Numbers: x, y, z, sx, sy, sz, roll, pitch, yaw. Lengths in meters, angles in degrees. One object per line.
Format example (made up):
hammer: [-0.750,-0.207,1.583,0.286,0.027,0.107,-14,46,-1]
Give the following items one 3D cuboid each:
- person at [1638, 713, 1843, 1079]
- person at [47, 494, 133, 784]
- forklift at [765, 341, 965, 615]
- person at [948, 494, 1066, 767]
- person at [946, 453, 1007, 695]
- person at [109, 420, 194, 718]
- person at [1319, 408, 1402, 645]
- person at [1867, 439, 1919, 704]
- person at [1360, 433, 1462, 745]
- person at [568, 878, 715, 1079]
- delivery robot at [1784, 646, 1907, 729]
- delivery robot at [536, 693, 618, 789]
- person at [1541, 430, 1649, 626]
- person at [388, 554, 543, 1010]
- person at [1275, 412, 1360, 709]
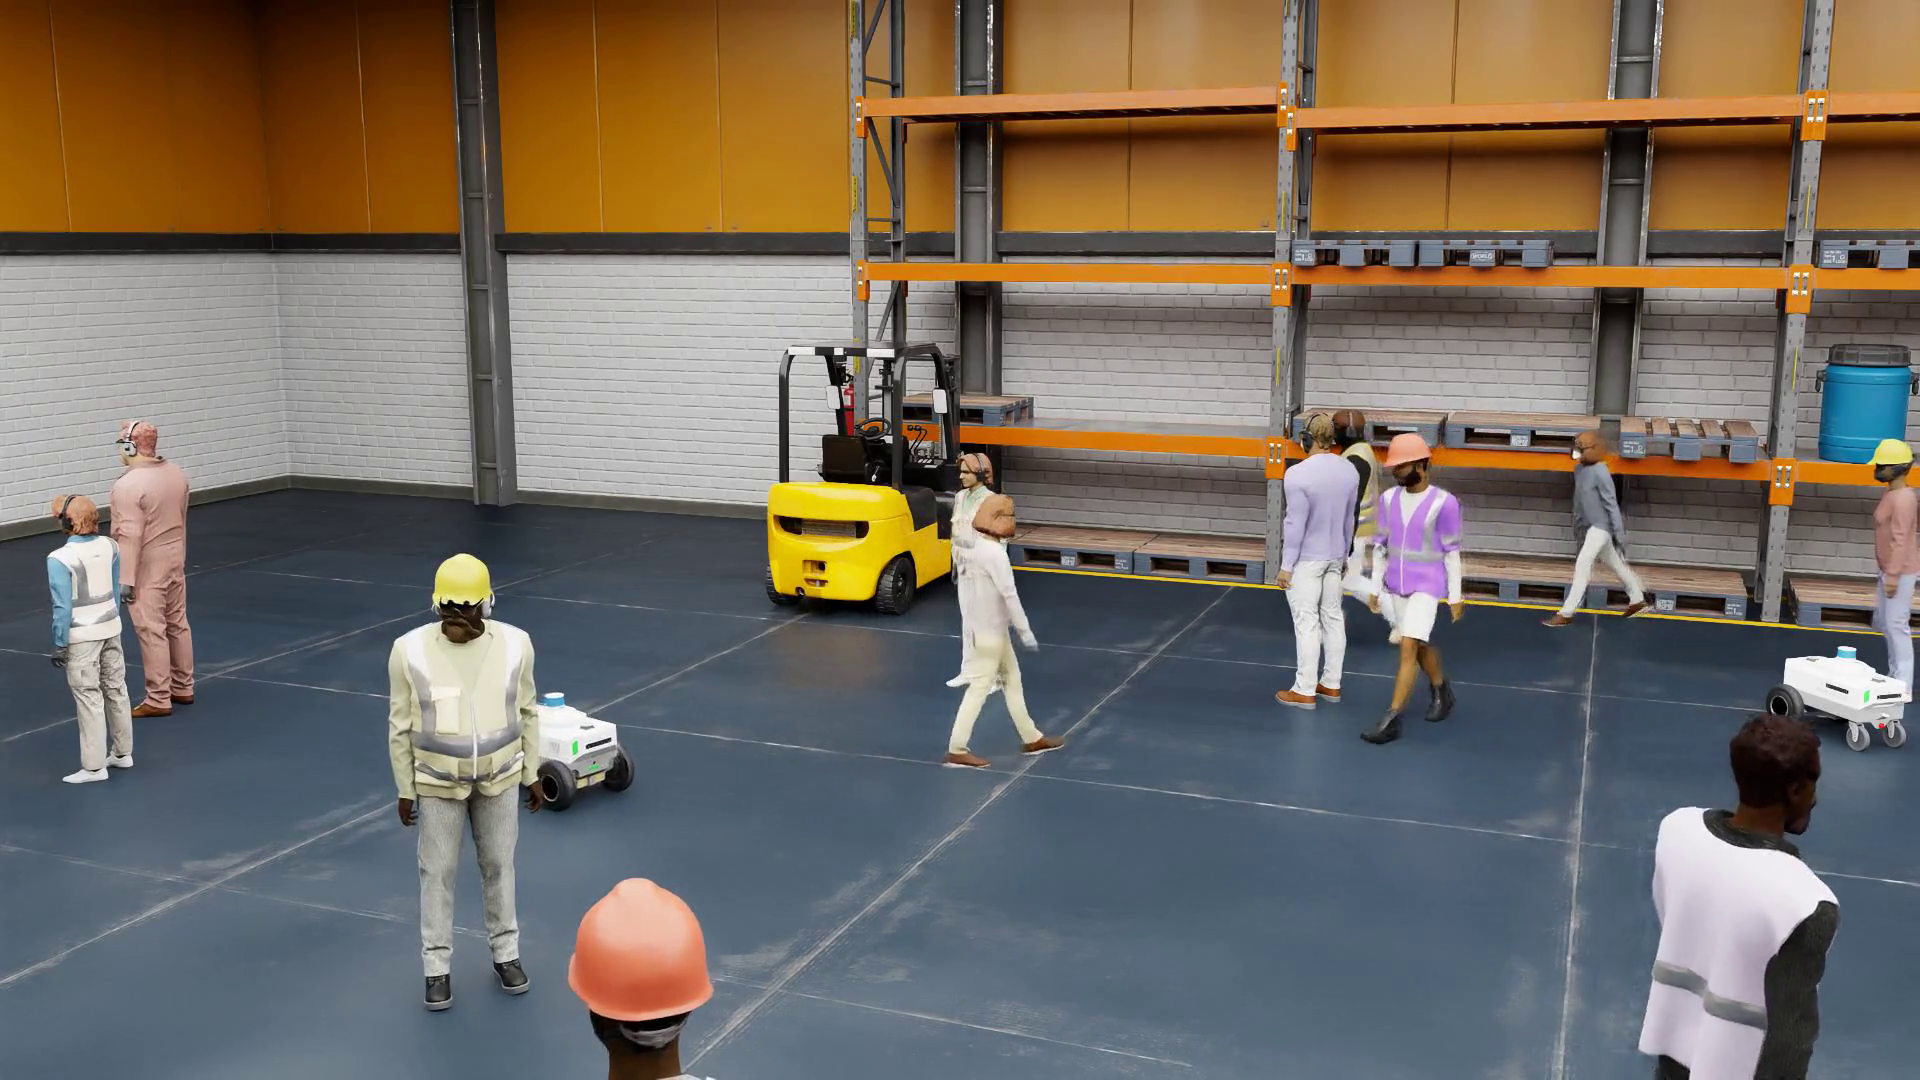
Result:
person: [1.961,1.349,4.293,1.005,1.876,0.593,-4,11,-19]
person: [-4.900,0.552,9.364,0.307,1.641,0.511,2,10,10]
forklift: [-0.739,-0.602,14.246,1.214,2.155,2.313,4,11,21]
person: [0.262,0.527,9.632,0.741,1.597,0.505,-1,10,-7]
person: [0.119,0.226,11.181,0.311,1.638,0.522,-7,13,-36]
person: [-5.208,0.183,10.674,0.409,1.909,0.640,1,10,6]
person: [2.970,-0.081,12.400,0.763,1.816,0.636,2,10,10]
person: [6.149,0.207,10.994,0.387,1.757,0.535,4,11,22]
person: [2.829,0.273,10.287,1.007,1.881,0.570,-8,13,-39]
person: [-0.541,1.543,2.996,0.552,1.942,0.343,-2,10,-11]
delivery robot: [5.419,0.898,10.197,0.477,0.478,0.707,-3,11,-16]
delivery robot: [-2.223,1.085,9.154,0.707,0.478,0.477,8,13,36]
person: [5.101,-0.101,13.189,0.910,1.575,0.536,0,10,-1]
person: [-1.960,0.948,6.640,0.586,1.825,0.404,-5,11,-26]
person: [2.320,0.133,10.862,0.637,1.938,0.355,-7,13,-36]
